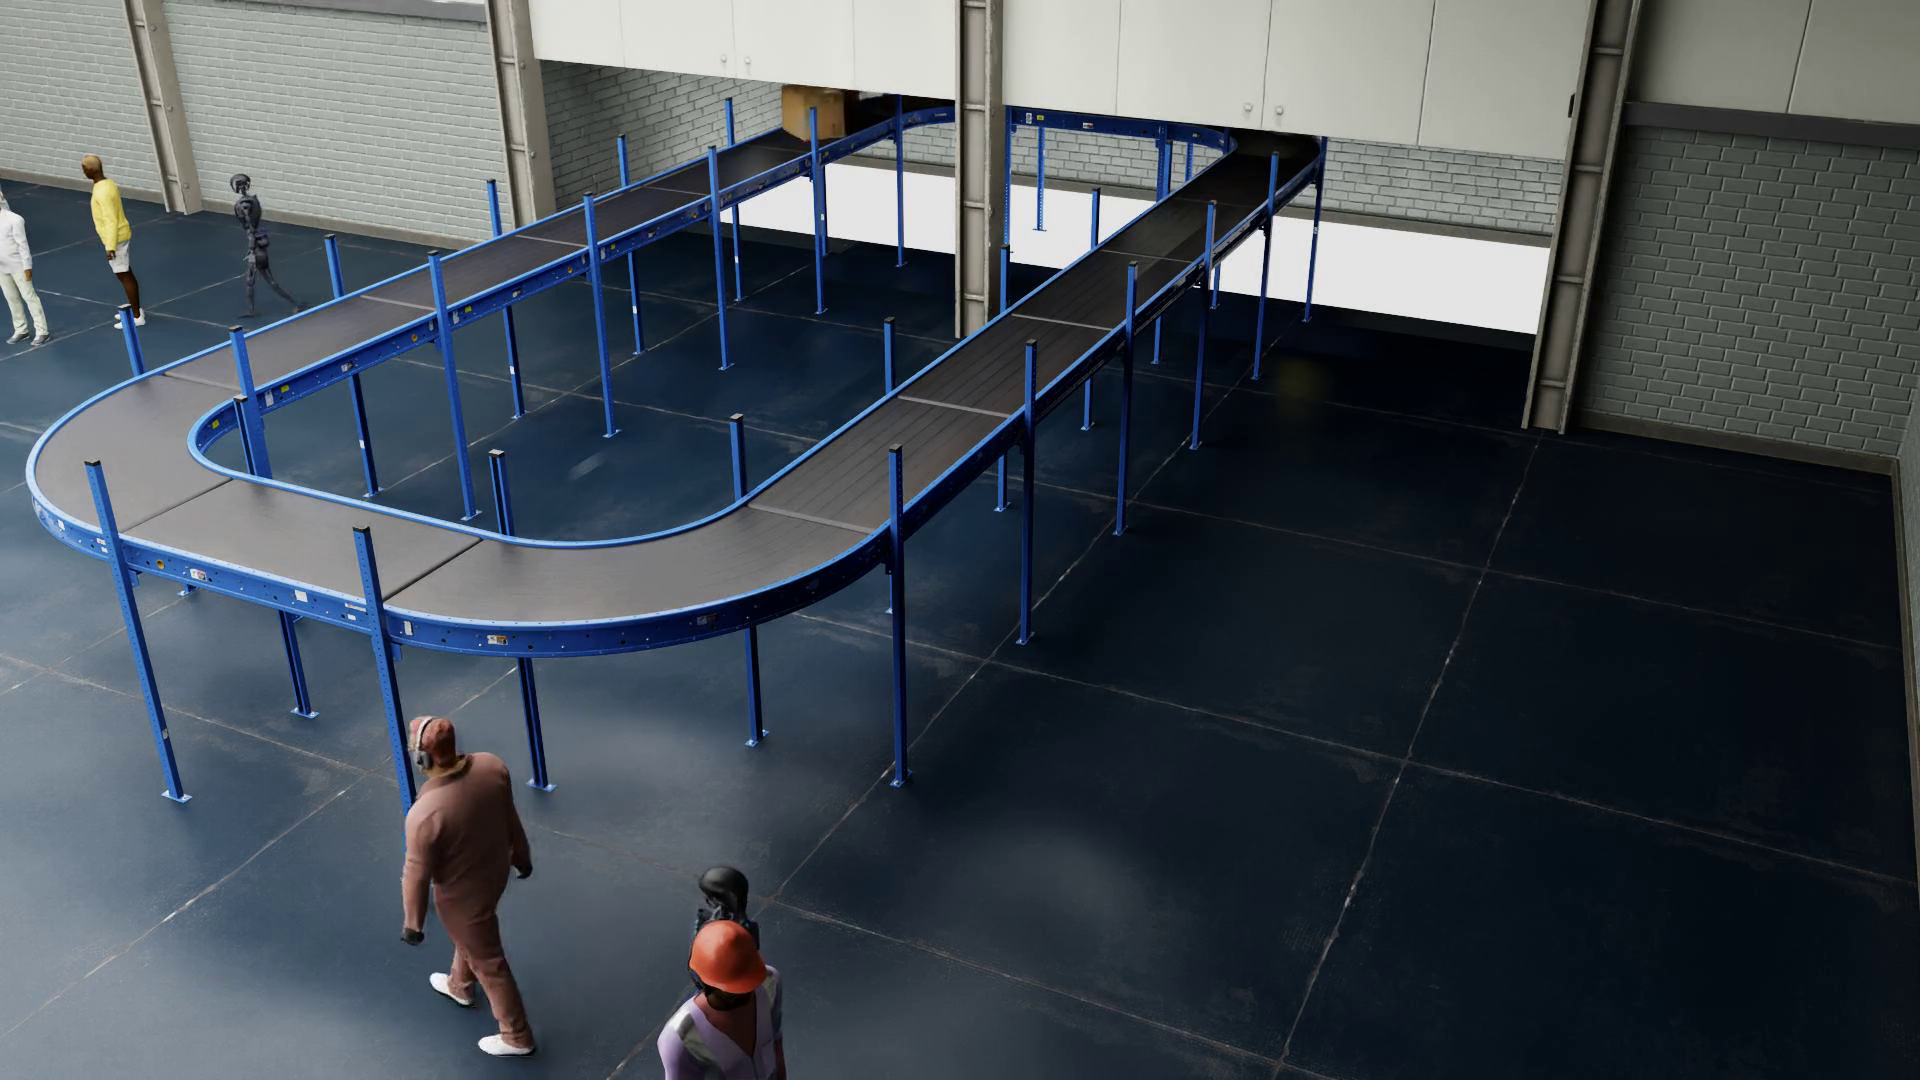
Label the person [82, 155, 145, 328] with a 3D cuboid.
[{"bbox_3d":[-9.293,-3.286,18.264,0.376,1.901,0.541,-10,28,-19],"label":"person"}]

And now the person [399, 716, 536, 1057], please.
[{"bbox_3d":[-2.522,1.697,8.265,0.914,1.857,0.689,10,28,19],"label":"person"}]

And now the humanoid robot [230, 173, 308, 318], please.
[{"bbox_3d":[-7.807,-3.267,18.552,0.772,1.646,0.608,-10,28,-19],"label":"humanoid robot"}]

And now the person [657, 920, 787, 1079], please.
[{"bbox_3d":[-0.891,2.365,6.720,0.375,2.043,0.607,19,32,33],"label":"person"}]

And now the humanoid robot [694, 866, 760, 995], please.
[{"bbox_3d":[-1.052,2.160,7.600,0.707,1.642,0.587,3,27,5],"label":"humanoid robot"}]

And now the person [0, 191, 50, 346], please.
[{"bbox_3d":[-10.142,-2.932,17.724,0.561,1.745,0.345,6,27,12],"label":"person"}]

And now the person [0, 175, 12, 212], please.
[{"bbox_3d":[-12.247,-4.576,20.822,0.352,1.936,0.632,4,27,8],"label":"person"}]
